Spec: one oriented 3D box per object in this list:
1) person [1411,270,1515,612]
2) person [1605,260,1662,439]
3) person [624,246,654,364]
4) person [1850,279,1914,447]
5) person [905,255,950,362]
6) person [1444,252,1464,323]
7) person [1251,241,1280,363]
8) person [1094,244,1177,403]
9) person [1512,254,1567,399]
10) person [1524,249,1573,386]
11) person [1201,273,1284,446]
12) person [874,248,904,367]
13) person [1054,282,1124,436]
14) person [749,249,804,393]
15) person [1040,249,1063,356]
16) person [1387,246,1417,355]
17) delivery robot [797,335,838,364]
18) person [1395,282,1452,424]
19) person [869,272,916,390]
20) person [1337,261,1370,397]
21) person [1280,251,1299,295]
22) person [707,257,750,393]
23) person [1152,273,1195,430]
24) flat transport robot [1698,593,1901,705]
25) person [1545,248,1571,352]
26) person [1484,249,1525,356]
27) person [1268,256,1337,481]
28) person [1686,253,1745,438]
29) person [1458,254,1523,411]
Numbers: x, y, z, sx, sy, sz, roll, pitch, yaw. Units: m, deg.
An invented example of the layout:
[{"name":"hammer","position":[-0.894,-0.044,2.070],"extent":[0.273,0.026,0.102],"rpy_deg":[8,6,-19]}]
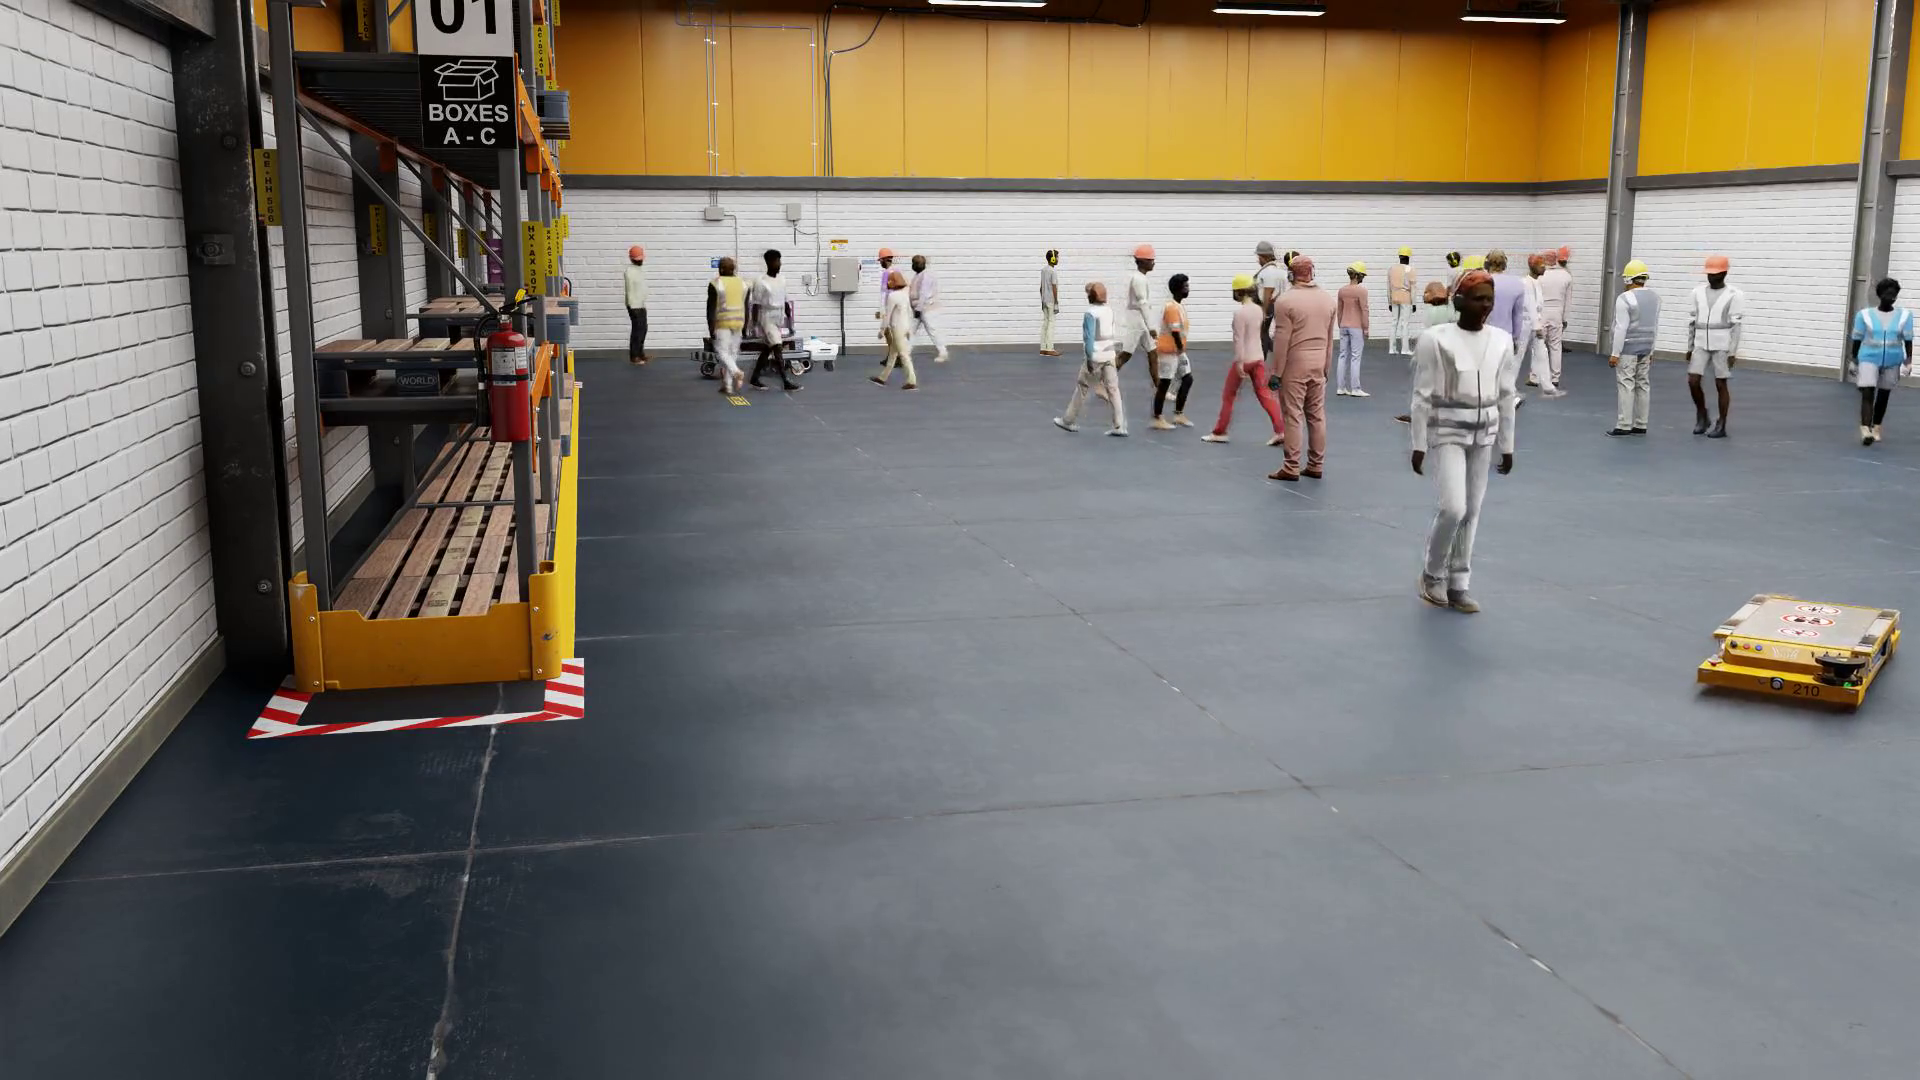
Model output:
[{"name":"person","position":[2.762,-0.526,9.077],"extent":[0.602,1.872,0.412],"rpy_deg":[-3,11,-17]},{"name":"person","position":[6.928,-1.962,17.155],"extent":[0.594,1.832,0.403],"rpy_deg":[-5,11,-26]},{"name":"person","position":[-5.278,-3.858,27.362],"extent":[0.458,1.941,0.767],"rpy_deg":[3,11,15]},{"name":"person","position":[9.152,-1.757,16.506],"extent":[0.542,1.641,0.887],"rpy_deg":[4,11,19]},{"name":"person","position":[-0.613,-3.828,27.610],"extent":[0.944,1.801,0.625],"rpy_deg":[-5,11,-25]},{"name":"person","position":[8.908,-4.190,29.526],"extent":[0.666,1.834,0.321],"rpy_deg":[-3,11,-16]},{"name":"person","position":[4.650,-3.547,25.358],"extent":[0.628,2.000,0.703],"rpy_deg":[2,10,9]},{"name":"person","position":[2.206,-2.700,20.833],"extent":[1.087,1.997,0.607],"rpy_deg":[2,10,10]},{"name":"person","position":[7.380,-2.703,21.204],"extent":[0.882,1.846,0.579],"rpy_deg":[7,13,36]},{"name":"person","position":[8.176,-3.090,23.201],"extent":[0.643,1.908,0.411],"rpy_deg":[-1,10,-3]},{"name":"person","position":[2.879,-1.792,16.536],"extent":[0.937,1.717,0.526],"rpy_deg":[10,14,43]},{"name":"person","position":[-1.135,-3.719,26.684],"extent":[0.609,1.898,0.576],"rpy_deg":[3,11,15]},{"name":"person","position":[1.398,-1.889,17.408],"extent":[0.864,1.589,0.515],"rpy_deg":[10,14,42]},{"name":"person","position":[-2.525,-2.948,22.401],"extent":[0.997,1.916,0.621],"rpy_deg":[6,12,32]},{"name":"person","position":[1.594,-4.169,29.309],"extent":[0.309,1.859,0.535],"rpy_deg":[-5,11,-25]},{"name":"person","position":[7.852,-4.246,29.545],"extent":[0.363,1.928,0.587],"rpy_deg":[-9,14,-42]},{"name":"delivery robot","position":[-2.258,-2.929,25.795],"extent":[0.707,0.478,0.477],"rpy_deg":[-5,11,-25]},{"name":"person","position":[5.146,-2.012,18.126],"extent":[0.853,1.582,0.510],"rpy_deg":[8,13,39]},{"name":"person","position":[-0.930,-2.853,22.755],"extent":[0.830,1.594,0.504],"rpy_deg":[4,11,22]},{"name":"person","position":[5.147,-2.751,21.729],"extent":[0.325,1.762,0.524],"rpy_deg":[-6,12,-31]},{"name":"person","position":[4.852,-3.295,24.434],"extent":[0.328,1.873,0.517],"rpy_deg":[2,10,13]},{"name":"person","position":[-3.026,-2.814,21.928],"extent":[0.622,1.822,0.709],"rpy_deg":[-8,13,-38]},{"name":"person","position":[2.334,-1.998,17.782],"extent":[0.566,1.677,0.536],"rpy_deg":[4,11,22]},{"name":"flat transport robot","position":[4.015,0.489,7.898],"extent":[0.652,0.197,1.431],"rpy_deg":[7,13,35]},{"name":"person","position":[10.844,-4.321,30.082],"extent":[0.668,1.892,0.400],"rpy_deg":[-9,13,-39]},{"name":"person","position":[5.722,-2.144,17.867],"extent":[0.635,1.937,0.353],"rpy_deg":[-1,10,-7]},{"name":"person","position":[2.875,-1.452,14.133],"extent":[0.642,1.905,0.399],"rpy_deg":[-6,12,-30]},{"name":"person","position":[7.744,-1.990,17.121],"extent":[0.551,1.901,0.595],"rpy_deg":[-9,14,-41]},{"name":"person","position":[5.945,-2.282,18.818],"extent":[0.881,1.888,0.600],"rpy_deg":[2,10,9]}]
